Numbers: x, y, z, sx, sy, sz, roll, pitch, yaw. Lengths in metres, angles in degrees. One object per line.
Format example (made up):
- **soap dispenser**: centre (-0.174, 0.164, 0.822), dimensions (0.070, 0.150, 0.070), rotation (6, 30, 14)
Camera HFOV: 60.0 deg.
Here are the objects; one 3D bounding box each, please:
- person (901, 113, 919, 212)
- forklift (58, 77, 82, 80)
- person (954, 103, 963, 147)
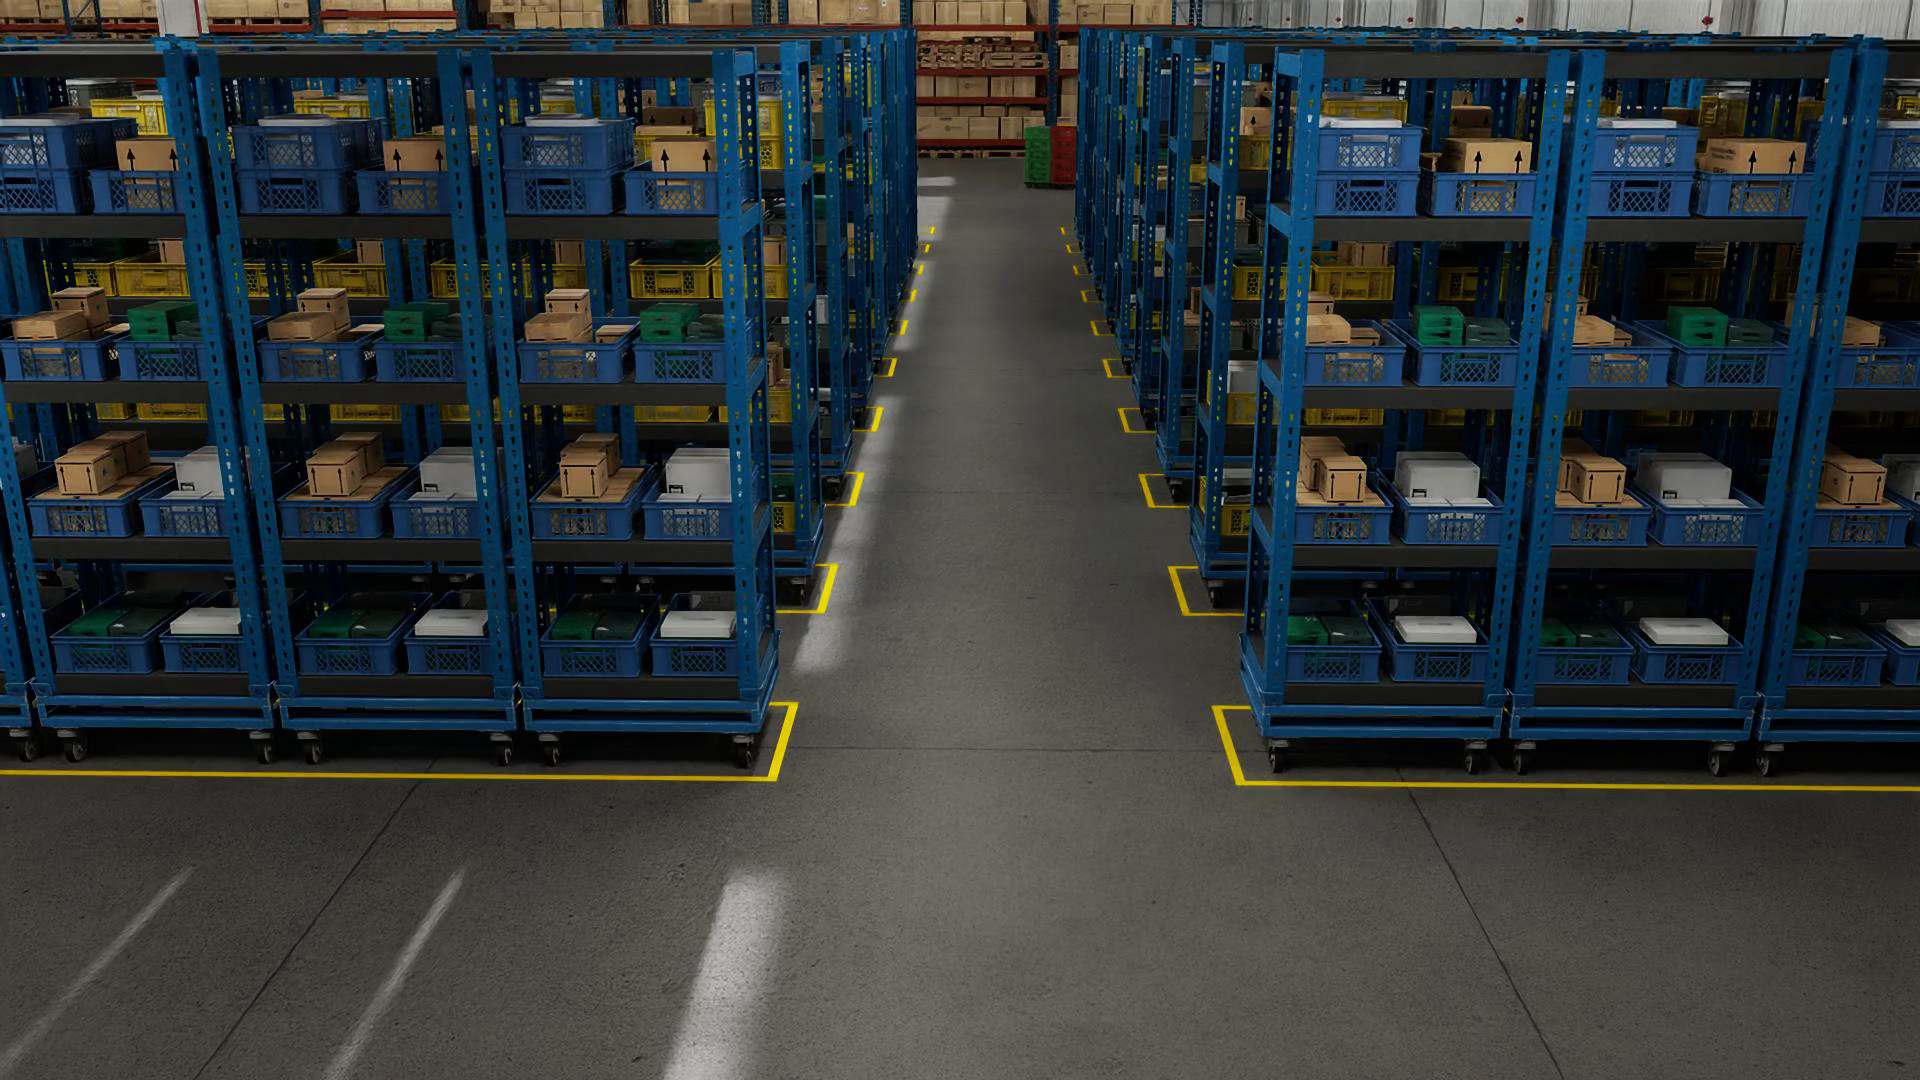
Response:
- **person**: centre (-1.066, -7.482, 32.938), dimensions (0.610, 1.996, 0.379), rotation (-16, 23, -41)
- **forklift**: centre (-26.693, -13.293, 50.003), dimensions (1.873, 2.768, 1.129), rotation (0, 17, 1)
- **person**: centre (-0.156, -12.864, 50.170), dimensions (0.606, 1.947, 0.406), rotation (-16, 23, -41)
